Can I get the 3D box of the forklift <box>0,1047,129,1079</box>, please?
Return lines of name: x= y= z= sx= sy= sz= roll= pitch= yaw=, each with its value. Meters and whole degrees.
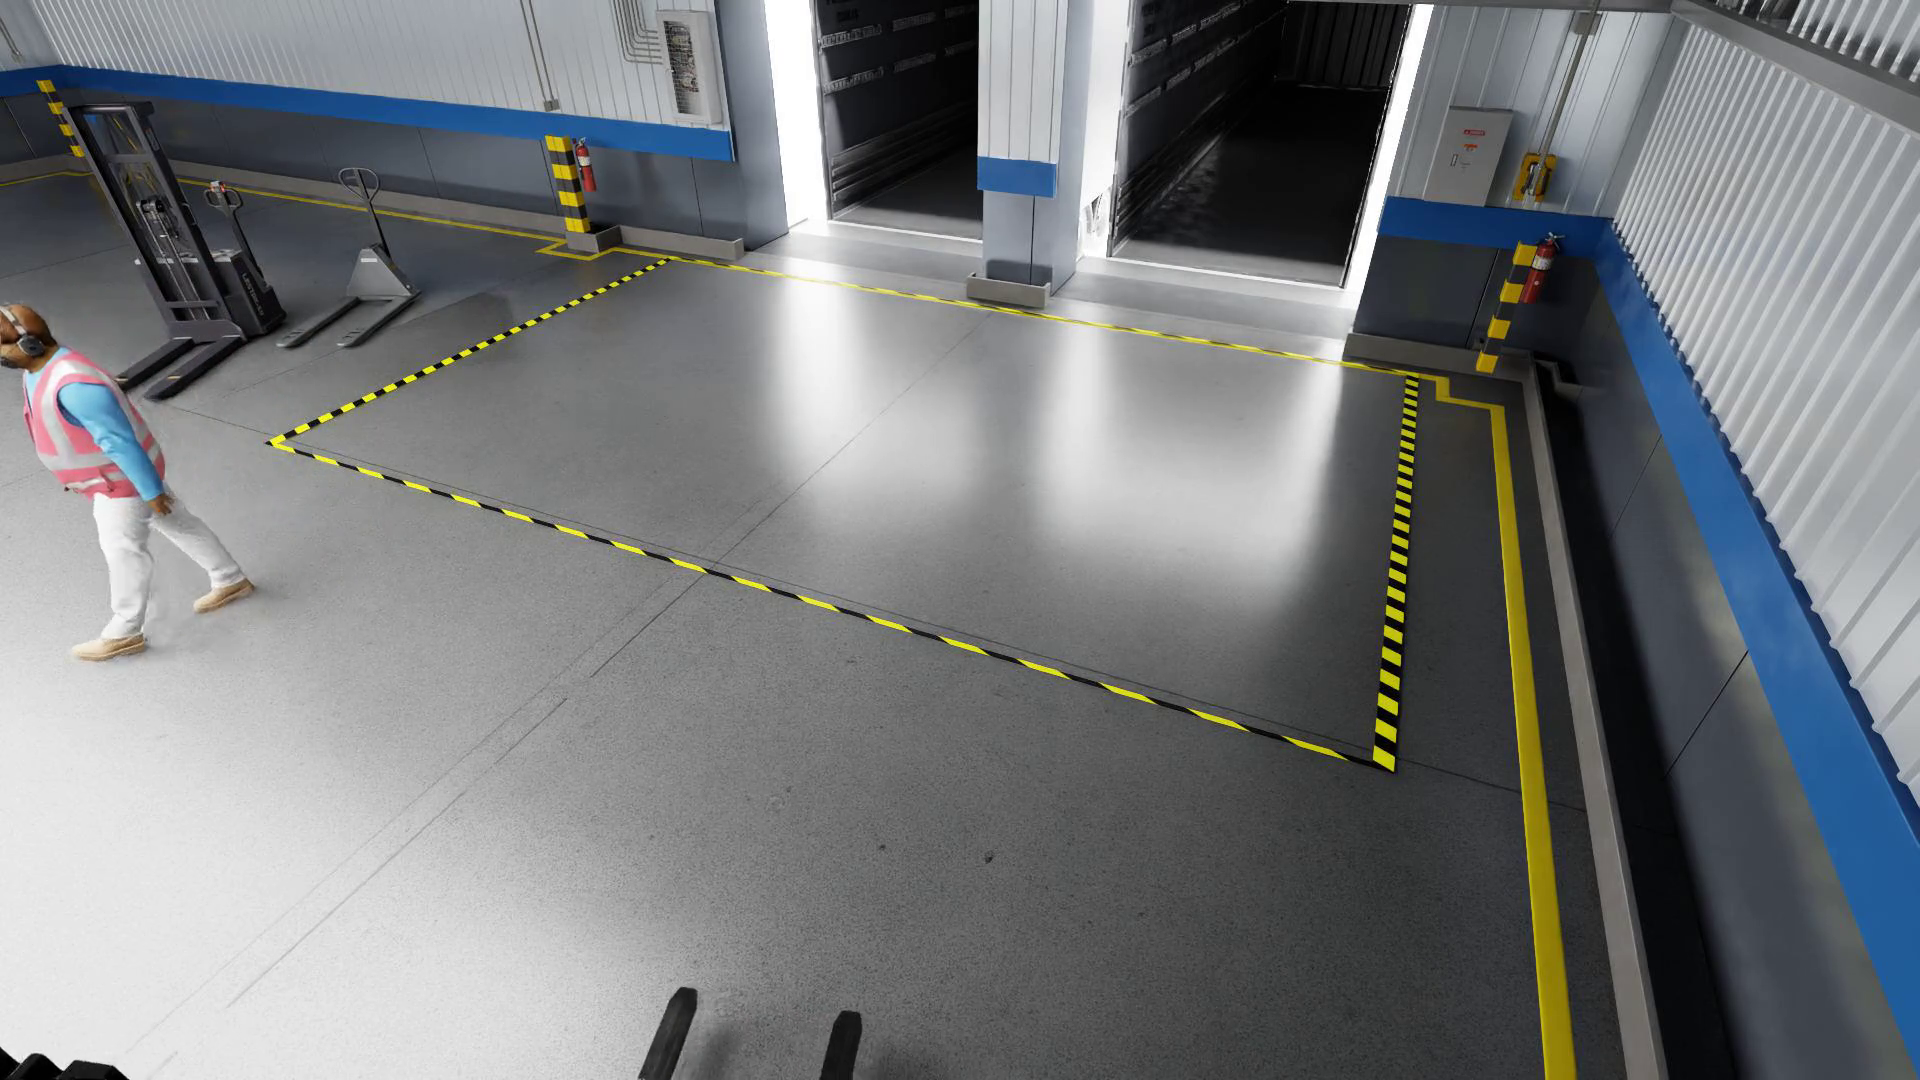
forklift: x=-1.000 y=2.125 z=0.670 sx=1.157 sy=2.036 sz=2.680 roll=5 pitch=35 yaw=7

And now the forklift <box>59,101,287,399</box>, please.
forklift: x=-6.686 y=-2.387 z=7.434 sx=0.823 sy=1.965 sz=1.885 roll=-3 pitch=35 yaw=-5

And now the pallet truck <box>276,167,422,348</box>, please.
pallet truck: x=-5.732 y=-2.611 z=8.414 sx=0.680 sy=1.201 sz=1.601 roll=-1 pitch=35 yaw=-1

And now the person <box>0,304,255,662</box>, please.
person: x=-4.350 y=-0.261 z=4.549 sx=0.659 sy=1.812 sz=0.832 roll=26 pitch=43 yaw=32
